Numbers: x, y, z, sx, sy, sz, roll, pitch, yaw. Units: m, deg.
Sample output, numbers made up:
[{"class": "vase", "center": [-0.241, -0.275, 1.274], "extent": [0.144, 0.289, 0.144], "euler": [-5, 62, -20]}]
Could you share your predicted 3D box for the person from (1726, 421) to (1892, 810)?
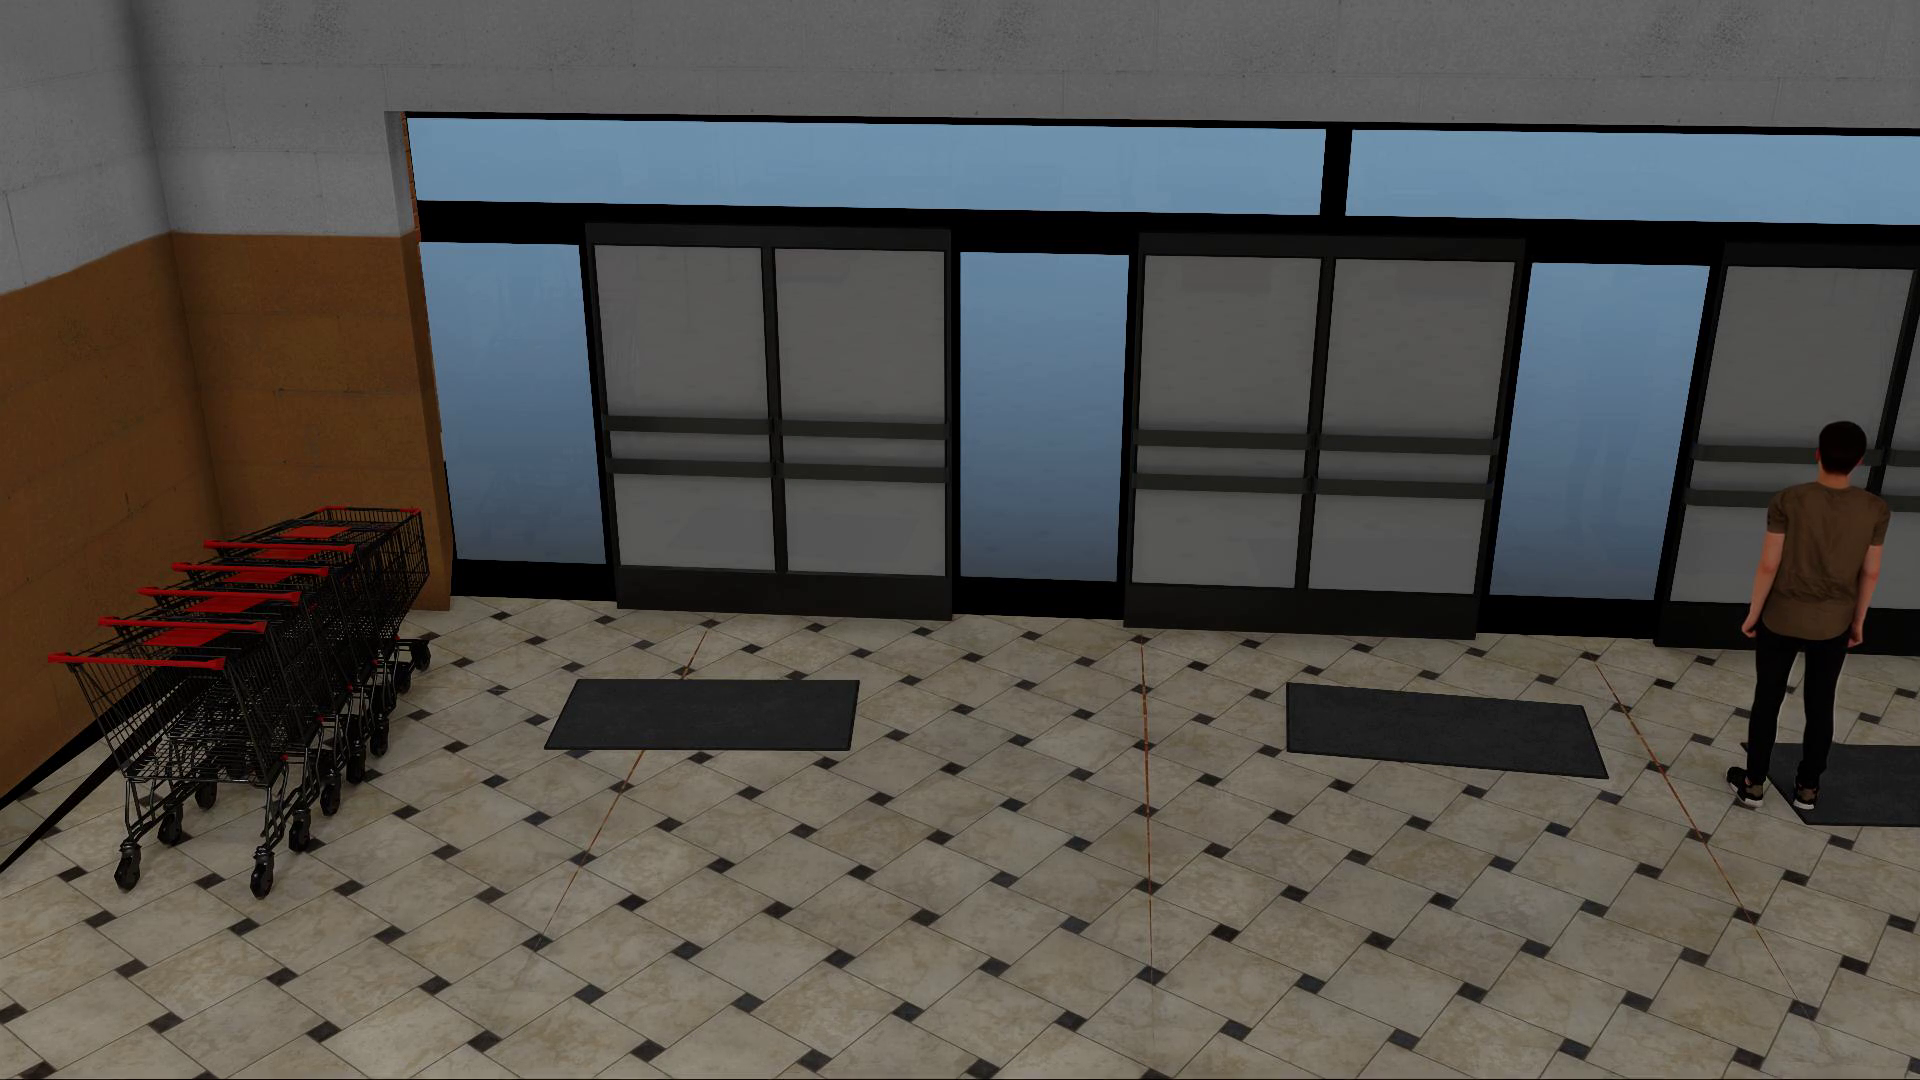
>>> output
[{"class": "person", "center": [3.847, 0.351, 7.559], "extent": [0.696, 1.851, 0.606], "euler": [5, 22, 13]}]
